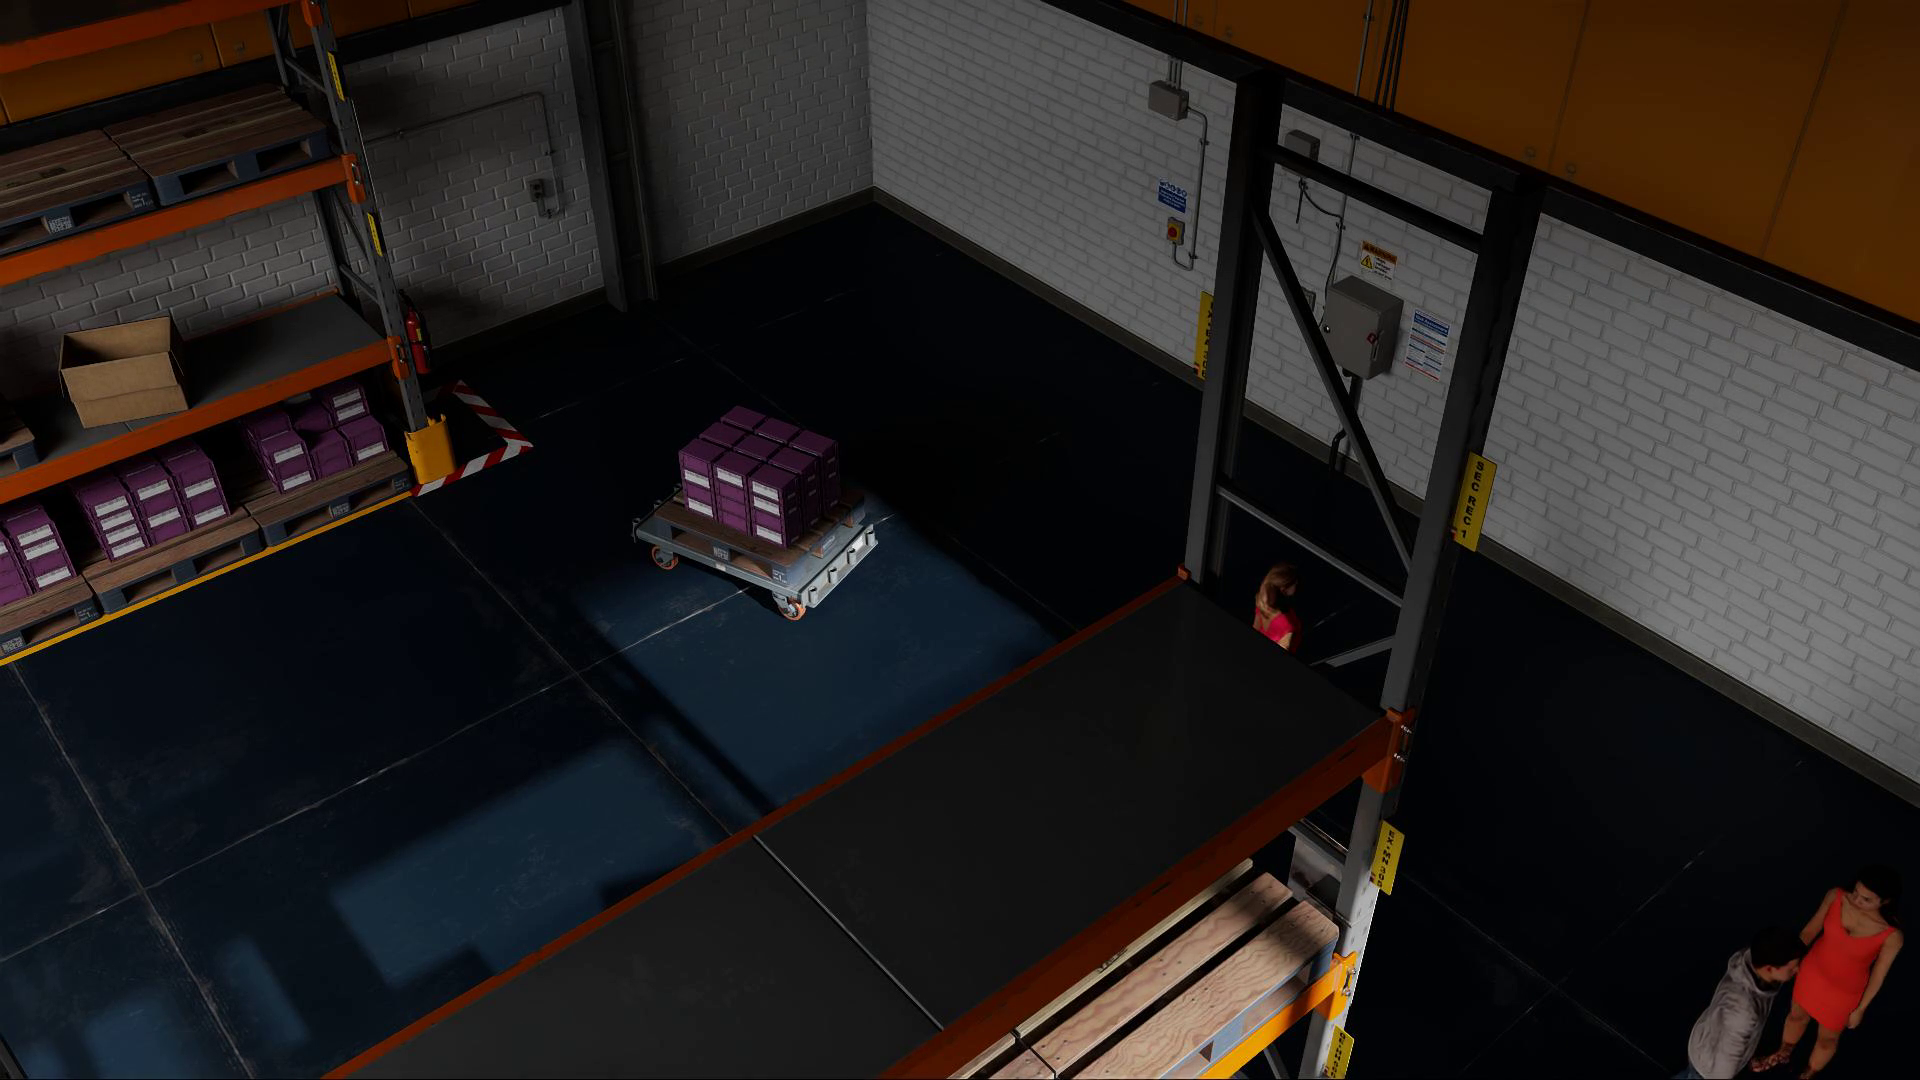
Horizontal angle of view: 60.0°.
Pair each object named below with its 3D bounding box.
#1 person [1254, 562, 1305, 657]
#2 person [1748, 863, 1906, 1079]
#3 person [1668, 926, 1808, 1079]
[{"bbox_3d":[1.920,0.821,10.414,0.676,1.727,0.659,-8,39,-10],"label":"person"},{"bbox_3d":[4.526,2.269,8.606,0.560,1.721,0.618,-23,44,-26],"label":"person"},{"bbox_3d":[3.734,2.508,8.205,0.791,1.848,0.621,21,43,25],"label":"person"}]
